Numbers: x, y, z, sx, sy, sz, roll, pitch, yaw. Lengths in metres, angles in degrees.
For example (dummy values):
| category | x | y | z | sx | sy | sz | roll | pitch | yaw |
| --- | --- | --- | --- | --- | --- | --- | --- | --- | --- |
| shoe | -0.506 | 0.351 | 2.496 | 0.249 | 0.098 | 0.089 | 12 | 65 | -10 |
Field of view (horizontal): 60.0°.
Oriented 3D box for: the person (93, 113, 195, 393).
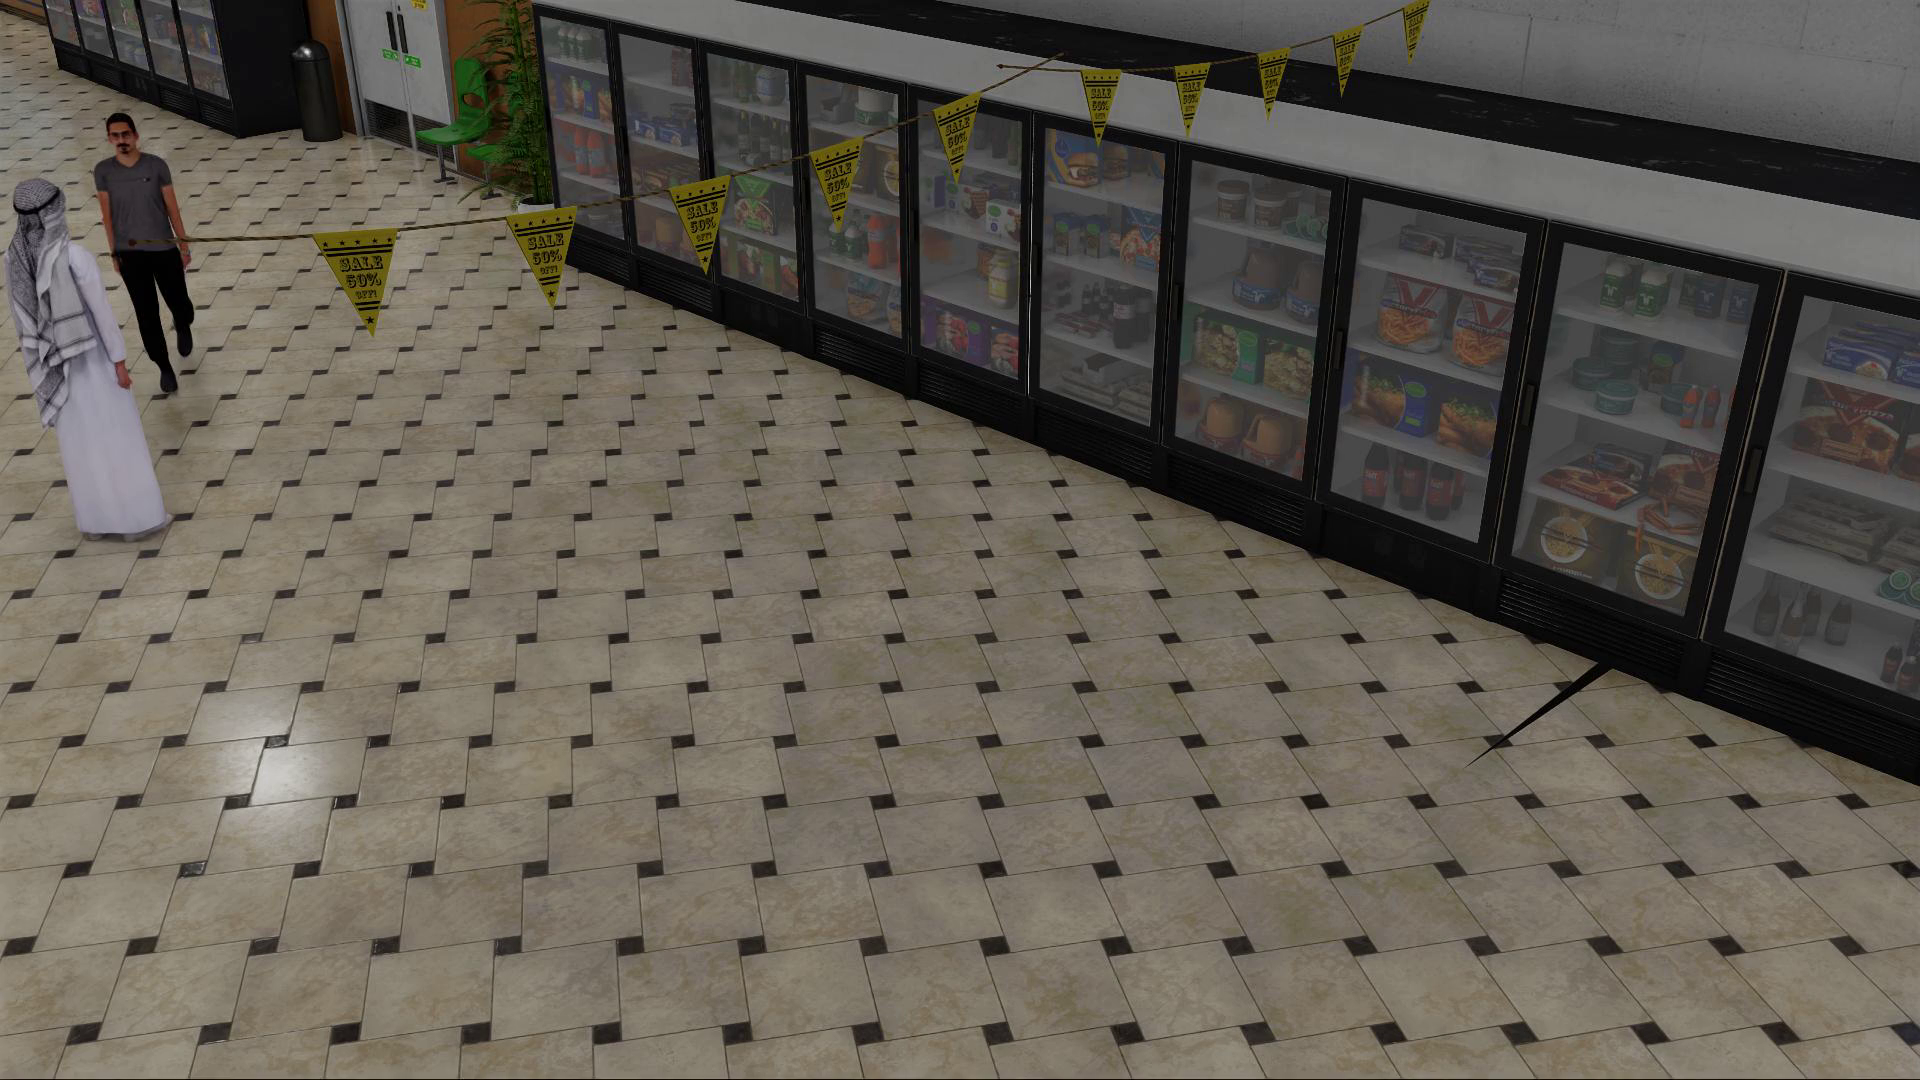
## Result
| category | x | y | z | sx | sy | sz | roll | pitch | yaw |
| --- | --- | --- | --- | --- | --- | --- | --- | --- | --- |
| person | -5.228 | -1.874 | 10.714 | 1.013 | 1.735 | 0.898 | -12 | 29 | -22 |

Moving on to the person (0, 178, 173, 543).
| category | x | y | z | sx | sy | sz | roll | pitch | yaw |
| --- | --- | --- | --- | --- | --- | --- | --- | --- | --- |
| person | -4.560 | -0.908 | 8.597 | 0.804 | 1.925 | 0.835 | 4 | 27 | 7 |
